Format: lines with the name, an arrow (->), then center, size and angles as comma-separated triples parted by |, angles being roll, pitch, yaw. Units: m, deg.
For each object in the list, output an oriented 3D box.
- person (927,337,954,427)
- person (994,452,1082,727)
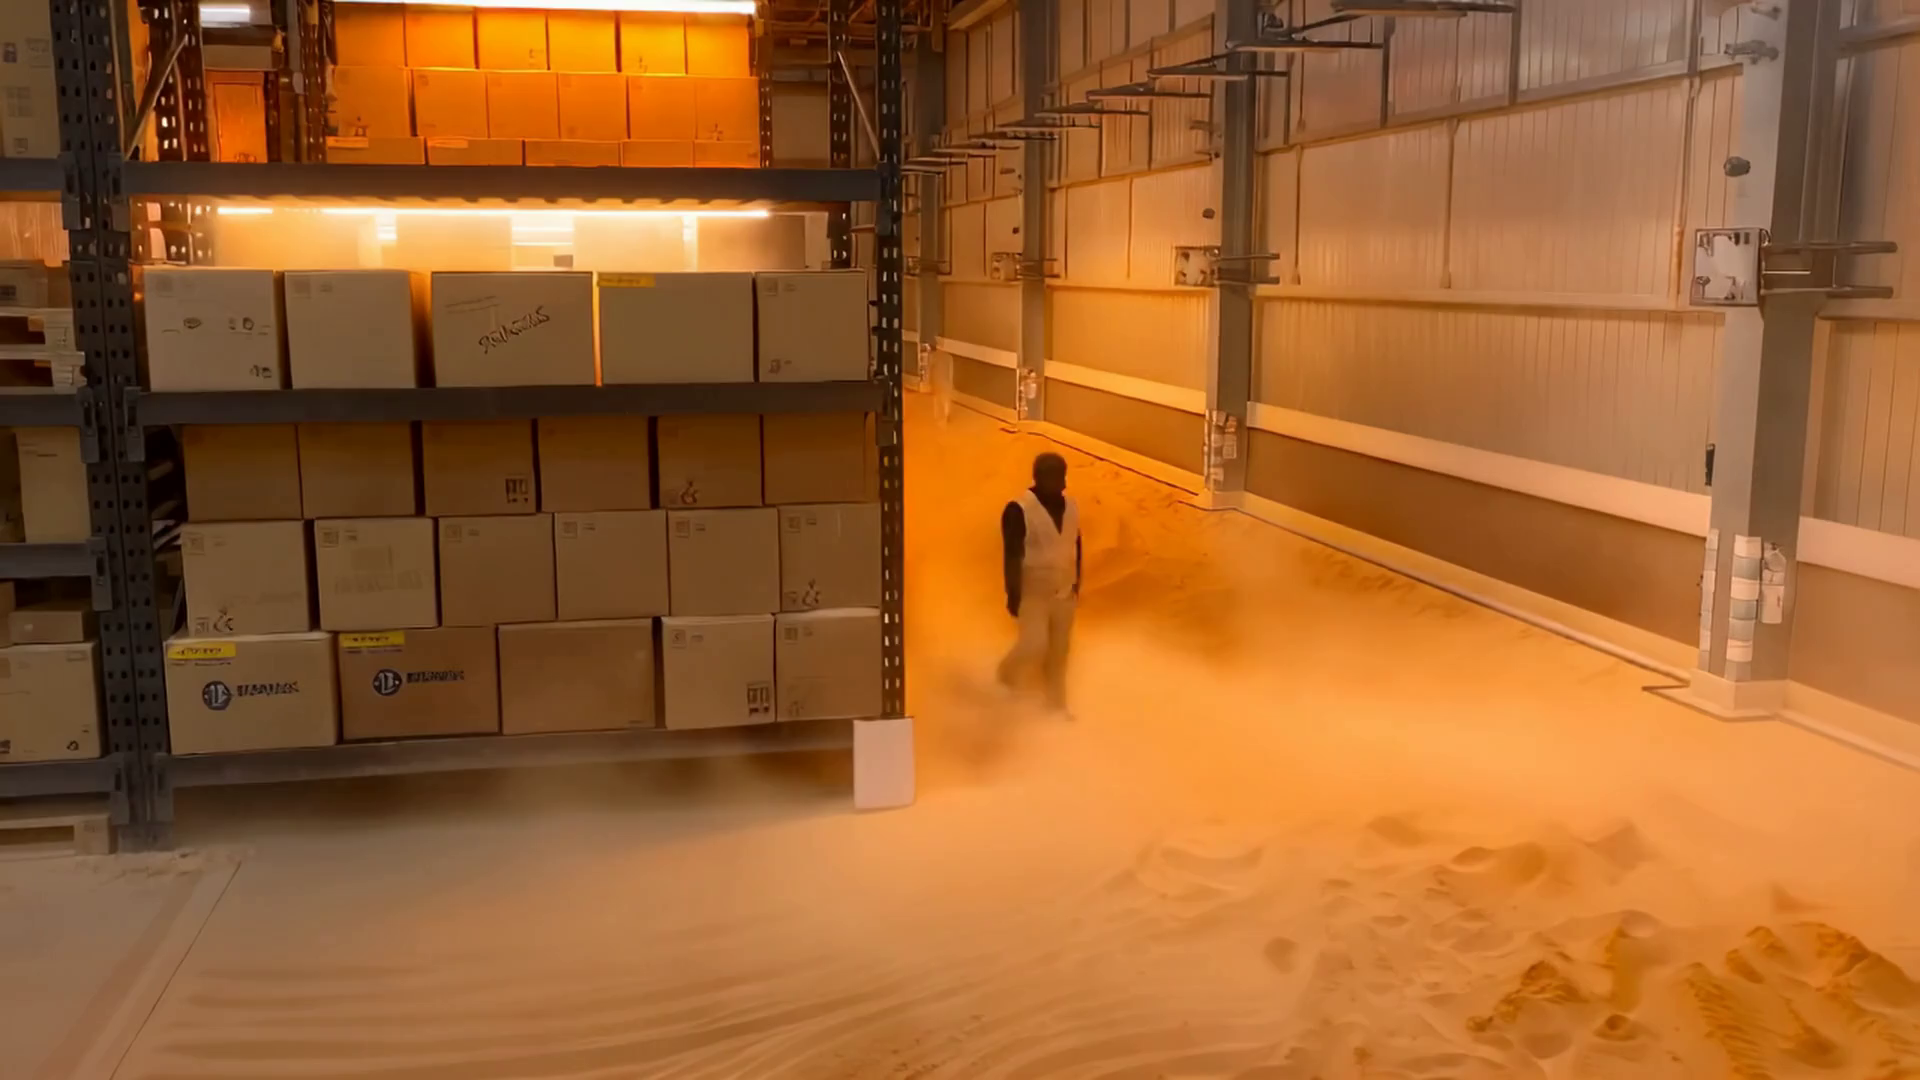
person -> -0.365, -3.027, 31.808 | 0.559, 1.717, 0.862 | -3, 10, -15
person -> 0.527, 0.317, 11.058 | 0.637, 1.830, 0.571 | -6, 11, -34
